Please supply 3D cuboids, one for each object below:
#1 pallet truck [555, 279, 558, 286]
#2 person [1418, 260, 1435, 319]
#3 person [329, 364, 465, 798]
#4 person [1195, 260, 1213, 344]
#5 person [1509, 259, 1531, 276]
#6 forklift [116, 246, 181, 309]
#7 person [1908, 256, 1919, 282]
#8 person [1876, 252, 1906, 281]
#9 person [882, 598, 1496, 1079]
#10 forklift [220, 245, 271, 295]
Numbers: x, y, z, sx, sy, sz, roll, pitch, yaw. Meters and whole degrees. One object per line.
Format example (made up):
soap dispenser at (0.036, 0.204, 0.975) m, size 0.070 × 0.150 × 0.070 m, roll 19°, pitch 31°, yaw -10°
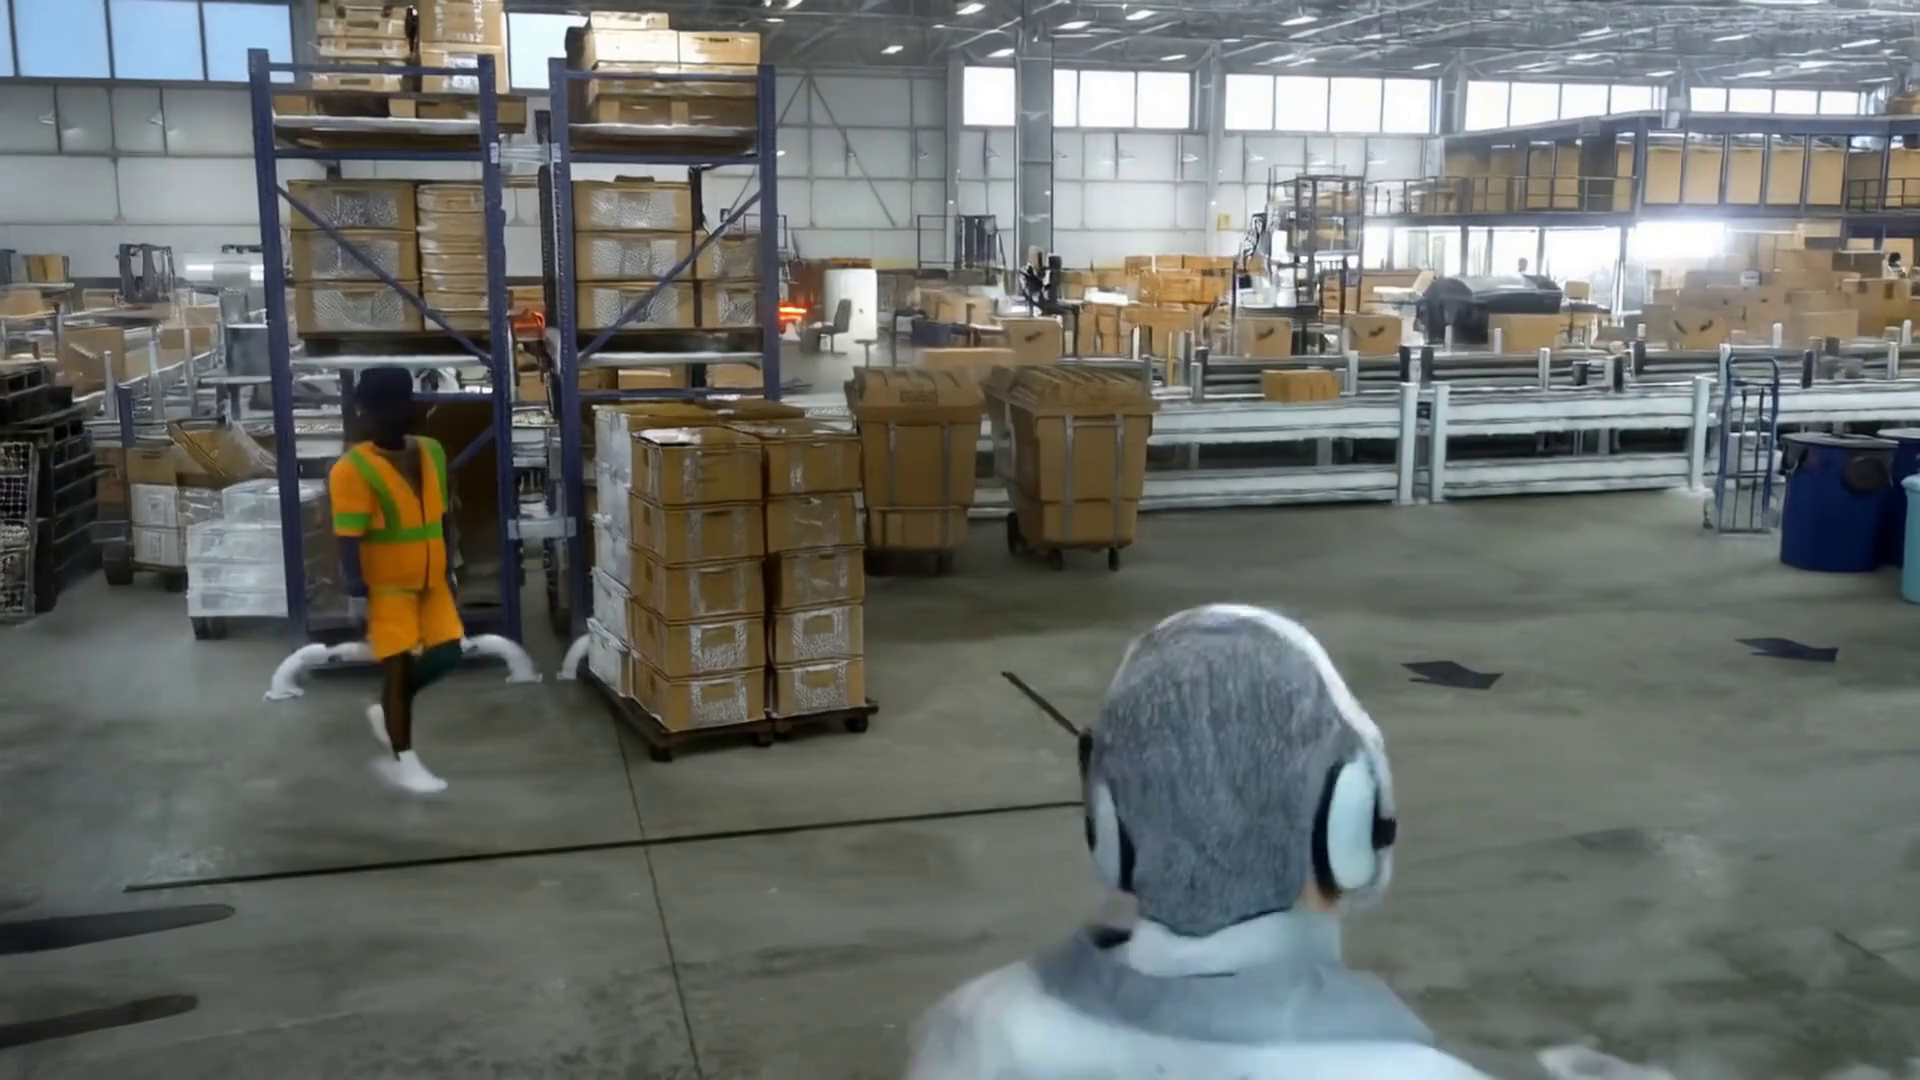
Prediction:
pallet truck at (-10.604, -6.375, 44.520) m, size 0.653 × 1.274 × 1.630 m, roll -3°, pitch 10°, yaw -15°
person at (12.693, -6.729, 45.210) m, size 0.522 × 1.769 × 0.318 m, roll 9°, pitch 13°, yaw 41°
person at (-2.202, 0.156, 6.447) m, size 0.455 × 1.682 × 0.554 m, roll 5°, pitch 11°, yaw 28°
person at (5.212, -5.026, 35.329) m, size 0.435 × 1.851 × 0.506 m, roll 5°, pitch 11°, yaw 27°
person at (13.187, -5.695, 39.178) m, size 0.593 × 1.838 × 0.976 m, roll -2°, pitch 10°, yaw -13°
forklift at (-19.966, -6.232, 40.894) m, size 1.157 × 1.987 × 2.680 m, roll -3°, pitch 10°, yaw -15°
person at (24.431, -6.302, 42.335) m, size 0.586 × 1.928 × 0.369 m, roll 4°, pitch 11°, yaw 21°
person at (23.017, -6.150, 41.152) m, size 0.685 × 2.000 × 0.884 m, roll 0°, pitch 10°, yaw -2°
person at (0.190, 0.979, 1.293) m, size 0.642 × 1.864 × 0.959 m, roll 10°, pitch 14°, yaw 44°
forklift at (-17.749, -6.334, 41.440) m, size 1.157 × 1.987 × 2.680 m, roll -3°, pitch 10°, yaw -17°
